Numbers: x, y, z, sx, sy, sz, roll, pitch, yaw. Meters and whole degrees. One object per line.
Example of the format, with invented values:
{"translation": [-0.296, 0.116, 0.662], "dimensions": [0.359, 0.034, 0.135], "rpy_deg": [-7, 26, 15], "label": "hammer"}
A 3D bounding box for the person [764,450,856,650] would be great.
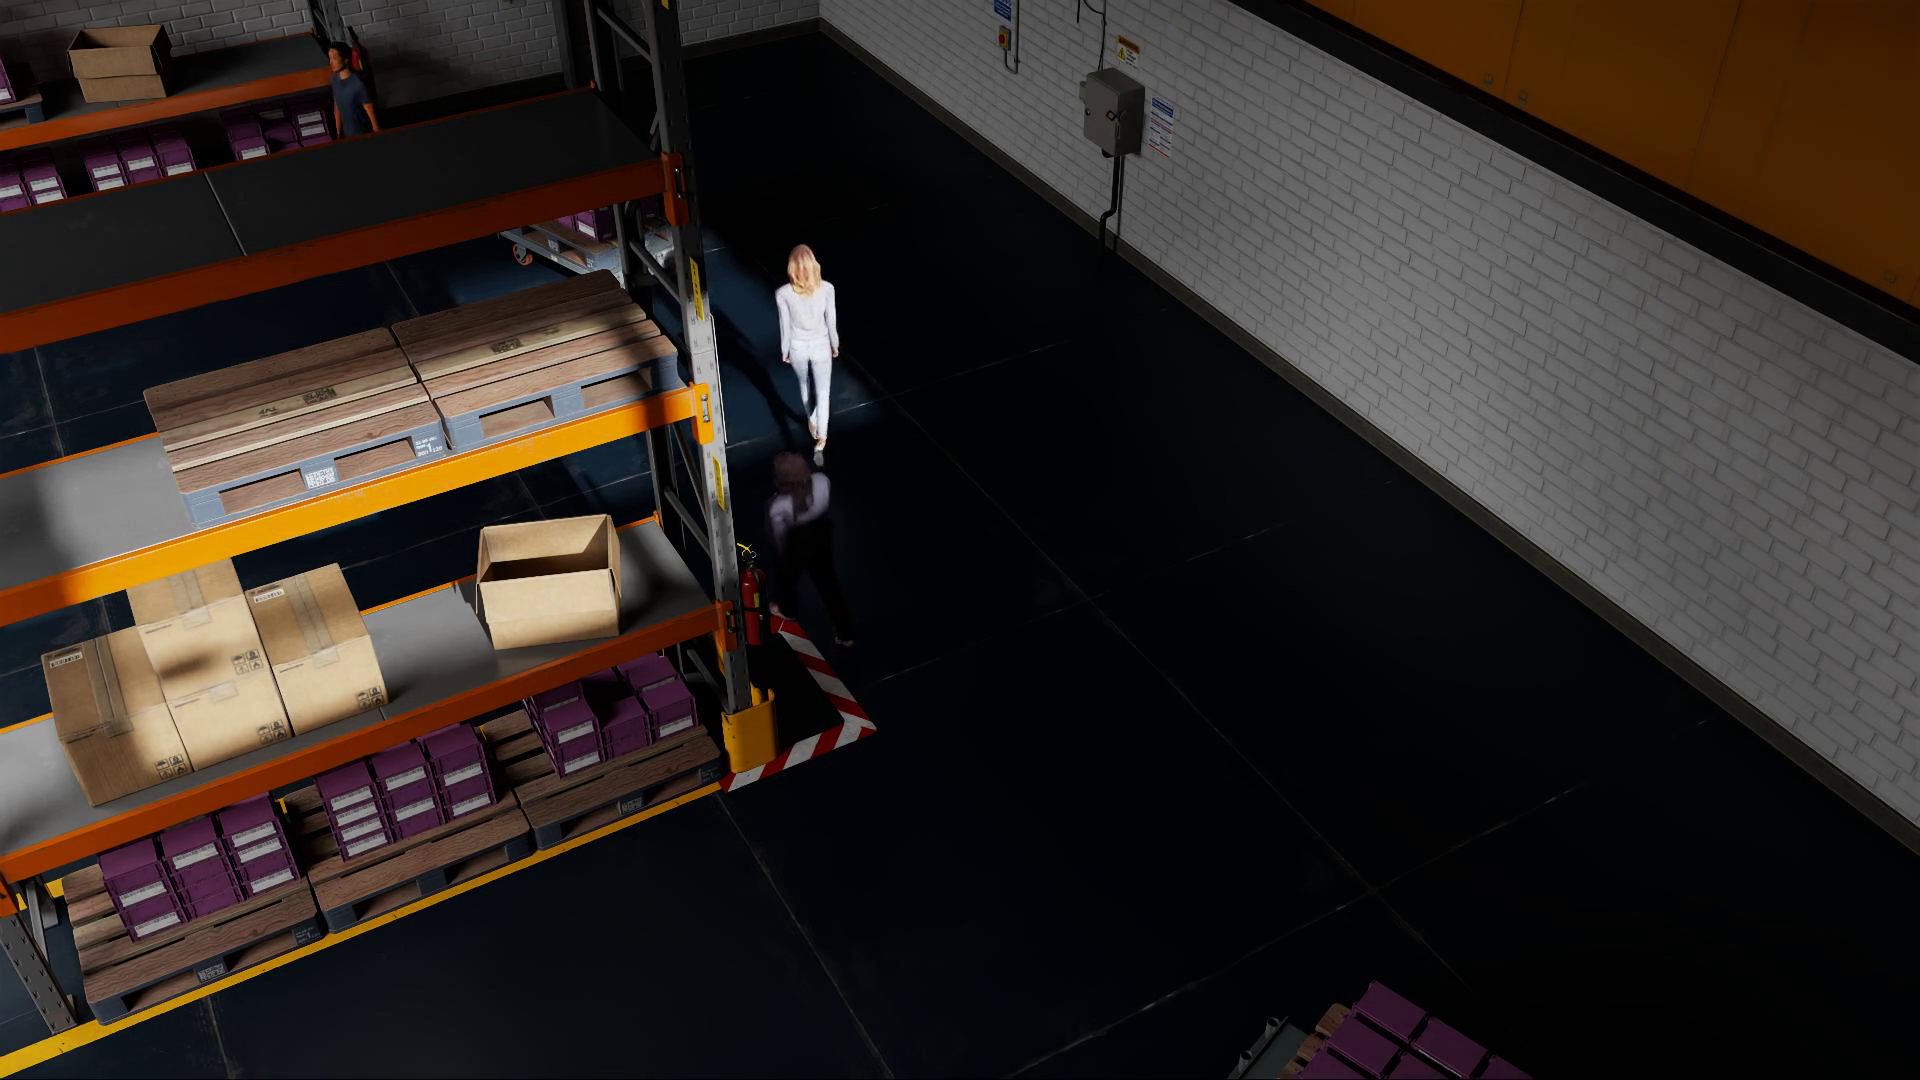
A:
{"translation": [-0.973, 0.081, 10.830], "dimensions": [1.041, 1.563, 0.854], "rpy_deg": [-27, 46, -30], "label": "person"}

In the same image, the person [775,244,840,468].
{"translation": [-1.119, -1.365, 12.473], "dimensions": [1.092, 1.771, 0.936], "rpy_deg": [-5, 39, -7], "label": "person"}

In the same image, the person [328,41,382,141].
{"translation": [-5.484, -3.791, 15.488], "dimensions": [0.782, 1.800, 0.783], "rpy_deg": [25, 45, 28], "label": "person"}
